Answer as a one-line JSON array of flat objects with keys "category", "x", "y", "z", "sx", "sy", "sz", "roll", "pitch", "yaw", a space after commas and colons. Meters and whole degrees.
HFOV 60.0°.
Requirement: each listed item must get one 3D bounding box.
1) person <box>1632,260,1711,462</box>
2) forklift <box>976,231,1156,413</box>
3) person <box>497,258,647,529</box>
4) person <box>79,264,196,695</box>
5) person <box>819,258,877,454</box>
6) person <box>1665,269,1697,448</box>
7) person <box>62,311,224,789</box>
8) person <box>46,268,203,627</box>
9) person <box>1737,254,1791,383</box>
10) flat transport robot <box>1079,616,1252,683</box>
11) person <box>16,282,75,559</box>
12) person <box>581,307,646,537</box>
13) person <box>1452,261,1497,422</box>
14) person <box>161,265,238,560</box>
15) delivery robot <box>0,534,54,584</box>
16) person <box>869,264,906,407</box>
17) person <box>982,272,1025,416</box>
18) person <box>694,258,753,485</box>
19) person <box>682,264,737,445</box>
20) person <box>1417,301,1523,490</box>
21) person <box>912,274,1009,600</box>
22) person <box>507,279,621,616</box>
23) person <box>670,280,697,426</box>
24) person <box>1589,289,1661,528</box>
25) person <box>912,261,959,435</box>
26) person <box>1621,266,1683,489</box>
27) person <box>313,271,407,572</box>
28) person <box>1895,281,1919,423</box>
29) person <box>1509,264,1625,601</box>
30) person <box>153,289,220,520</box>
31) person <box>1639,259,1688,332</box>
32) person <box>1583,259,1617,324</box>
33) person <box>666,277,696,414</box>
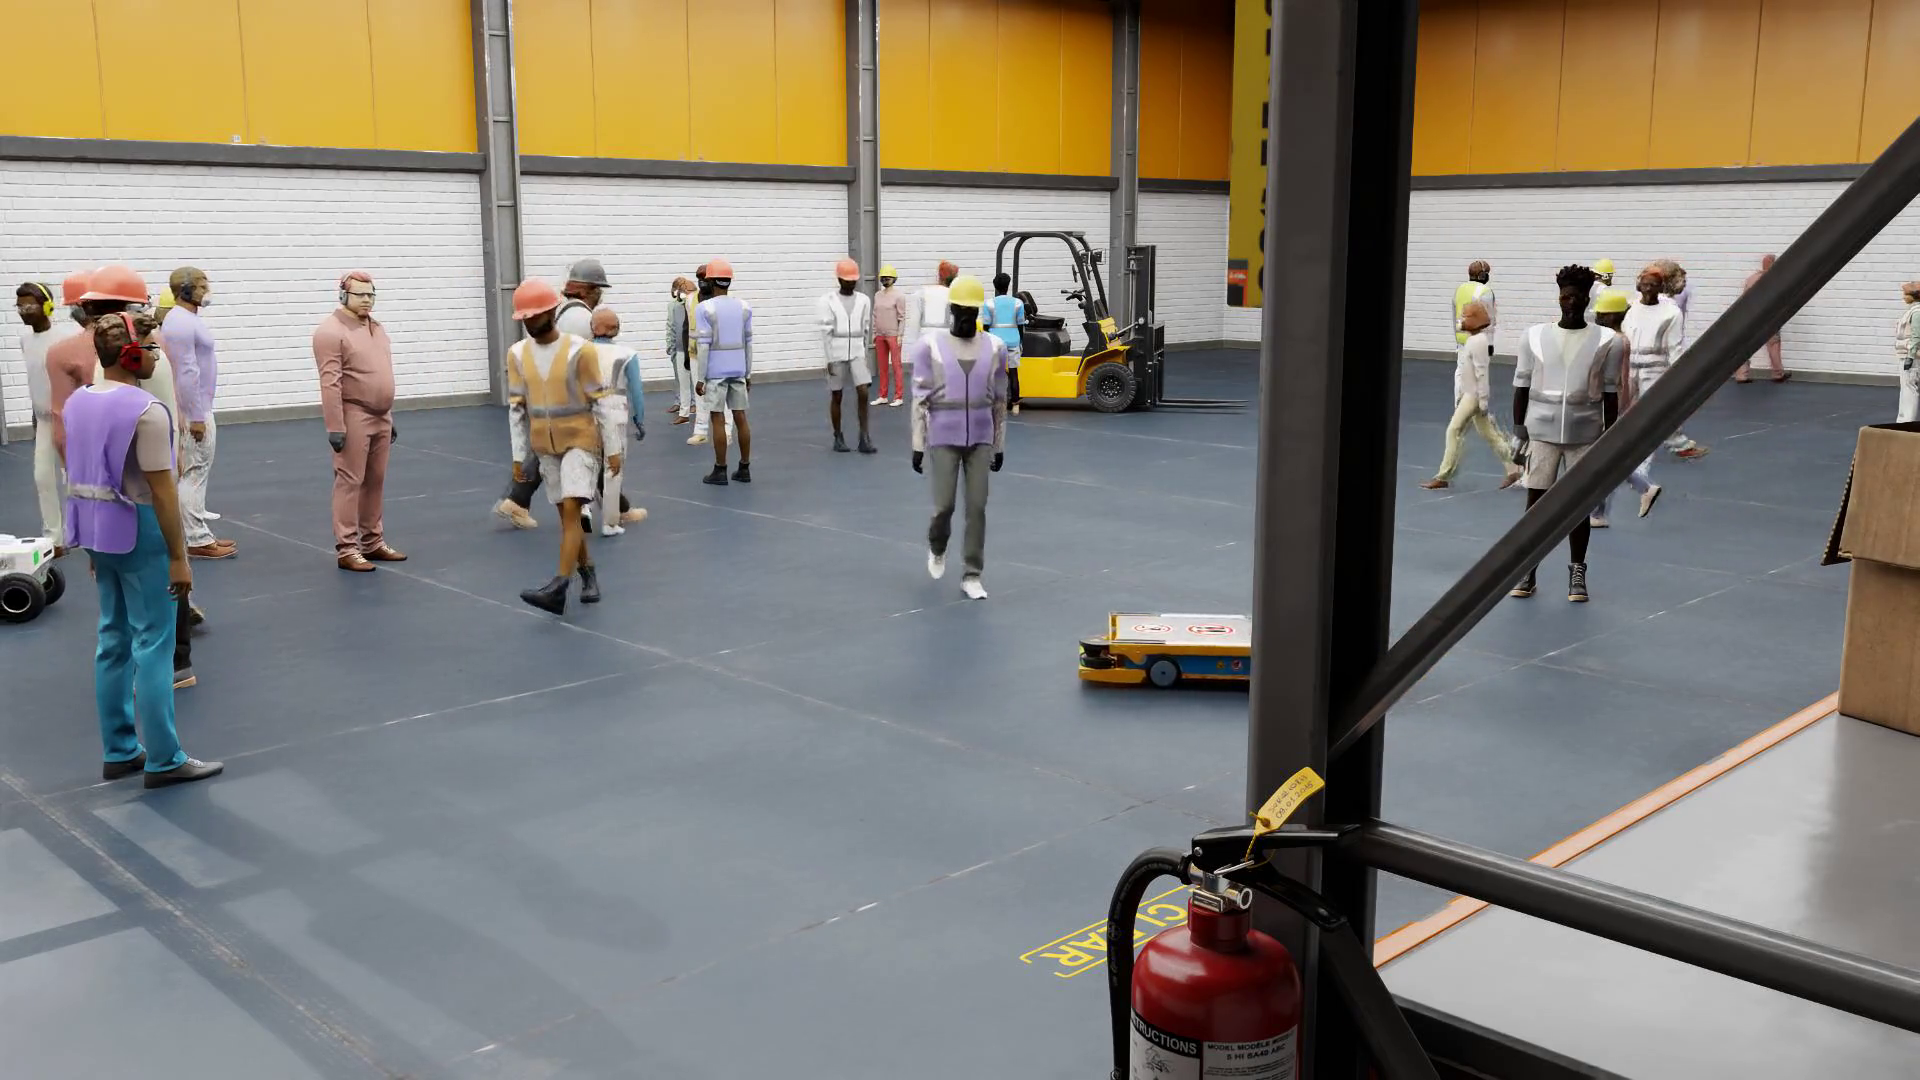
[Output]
[{"category": "person", "x": 6.663, "y": -1.680, "z": 15.721, "sx": 0.990, "sy": 1.888, "sz": 0.634, "roll": 3, "pitch": 11, "yaw": 14}, {"category": "forklift", "x": 1.222, "y": -2.721, "z": 20.561, "sx": 2.313, "sy": 2.155, "sz": 1.214, "roll": 2, "pitch": 11, "yaw": 13}, {"category": "person", "x": -2.867, "y": -1.094, "z": 12.110, "sx": 1.040, "sy": 2.000, "sz": 0.689, "roll": -6, "pitch": 12, "yaw": -31}, {"category": "person", "x": -3.858, "y": -0.278, "z": 7.776, "sx": 0.622, "sy": 1.997, "sz": 0.371, "roll": 9, "pitch": 14, "yaw": 40}, {"category": "person", "x": -1.081, "y": -1.773, "z": 16.177, "sx": 0.537, "sy": 1.898, "sz": 0.792, "roll": -4, "pitch": 11, "yaw": -20}, {"category": "person", "x": 7.106, "y": -1.815, "z": 16.661, "sx": 0.751, "sy": 1.819, "sz": 0.538, "roll": 0, "pitch": 10, "yaw": -1}, {"category": "person", "x": -3.214, "y": 0.045, "z": 6.437, "sx": 0.570, "sy": 1.840, "sz": 0.372, "roll": 6, "pitch": 12, "yaw": 30}, {"category": "person", "x": -4.455, "y": -0.458, "z": 8.860, "sx": 0.636, "sy": 1.964, "sz": 0.700, "roll": -9, "pitch": 14, "yaw": -42}, {"category": "person", "x": 11.669, "y": -3.189, "z": 24.061, "sx": 0.871, "sy": 1.869, "sz": 0.653, "roll": -6, "pitch": 12, "yaw": -29}, {"category": "flat transport robot", "x": 1.301, "y": 0.528, "z": 8.096, "sx": 1.431, "sy": 0.197, "sz": 0.652, "roll": 1, "pitch": 10, "yaw": 5}, {"category": "person", "x": -5.912, "y": -0.793, "z": 11.033, "sx": 0.536, "sy": 1.843, "sz": 0.720, "roll": 5, "pitch": 11, "yaw": 24}, {"category": "person", "x": -2.509, "y": -0.825, "z": 11.769, "sx": 0.564, "sy": 1.627, "sz": 0.350, "roll": 2, "pitch": 11, "yaw": 8}, {"category": "person", "x": 5.920, "y": -2.275, "z": 19.097, "sx": 0.429, "sy": 1.844, "sz": 0.624, "roll": -4, "pitch": 11, "yaw": -23}, {"category": "person", "x": -5.049, "y": -0.839, "z": 10.999, "sx": 0.373, "sy": 1.940, "sz": 0.629, "roll": -4, "pitch": 11, "yaw": -23}, {"category": "delivery robot", "x": -5.477, "y": 0.121, "z": 9.282, "sx": 0.707, "sy": 0.478, "sz": 0.477, "roll": -3, "pitch": 11, "yaw": -15}, {"category": "person", "x": -0.901, "y": -2.556, "z": 20.826, "sx": 0.523, "sy": 1.772, "sz": 0.299, "roll": 8, "pitch": 13, "yaw": 39}, {"category": "person", "x": 0.505, "y": -2.305, "z": 19.642, "sx": 0.537, "sy": 1.698, "sz": 0.321, "roll": -2, "pitch": 11, "yaw": -13}, {"category": "person", "x": -2.039, "y": -1.438, "z": 14.269, "sx": 0.548, "sy": 1.937, "sz": 0.379, "roll": -8, "pitch": 13, "yaw": -38}, {"category": "person", "x": -2.539, "y": -1.872, "z": 16.894, "sx": 0.634, "sy": 1.841, "sz": 0.429, "roll": 4, "pitch": 11, "yaw": 19}, {"category": "person", "x": 4.353, "y": -1.201, "z": 13.922, "sx": 0.859, "sy": 1.594, "sz": 0.510, "roll": 2, "pitch": 11, "yaw": 13}, {"category": "person", "x": -0.011, "y": -0.615, "z": 9.855, "sx": 0.607, "sy": 1.909, "sz": 0.539, "roll": -3, "pitch": 11, "yaw": -15}, {"category": "person", "x": -2.274, "y": -0.513, "z": 9.371, "sx": 0.614, "sy": 1.888, "sz": 0.887, "roll": 2, "pitch": 11, "yaw": 13}, {"category": "person", "x": -3.051, "y": -2.102, "z": 18.712, "sx": 0.500, "sy": 1.636, "sz": 0.281, "roll": 6, "pitch": 12, "yaw": 28}, {"category": "person", "x": 4.795, "y": -0.948, "z": 12.099, "sx": 0.588, "sy": 1.746, "sz": 0.535, "roll": 2, "pitch": 11, "yaw": 13}, {"category": "person", "x": -0.238, "y": -2.040, "z": 17.776, "sx": 0.637, "sy": 1.864, "sz": 0.422, "roll": 5, "pitch": 11, "yaw": 24}, {"category": "person", "x": 5.760, "y": -1.372, "z": 14.078, "sx": 0.630, "sy": 1.874, "sz": 0.438, "roll": 8, "pitch": 13, "yaw": 36}, {"category": "person", "x": -3.821, "y": -0.762, "z": 10.675, "sx": 0.402, "sy": 1.902, "sz": 0.652, "roll": 3, "pitch": 11, "yaw": 14}, {"category": "person", "x": 10.262, "y": -1.968, "z": 17.976, "sx": 0.308, "sy": 1.638, "sz": 0.511, "roll": 4, "pitch": 11, "yaw": 22}, {"category": "person", "x": 3.536, "y": -0.623, "z": 9.742, "sx": 0.607, "sy": 1.967, "sz": 0.367, "roll": 4, "pitch": 11, "yaw": 22}, {"category": "person", "x": -5.836, "y": -1.011, "z": 12.472, "sx": 0.494, "sy": 1.741, "sz": 0.307, "roll": 8, "pitch": 13, "yaw": 36}, {"category": "person", "x": 8.461, "y": -2.477, "z": 20.182, "sx": 0.661, "sy": 1.840, "sz": 1.037, "roll": -1, "pitch": 10, "yaw": -7}, {"category": "person", "x": 8.083, "y": -2.627, "z": 21.036, "sx": 0.404, "sy": 1.832, "sz": 0.594, "roll": -2, "pitch": 11, "yaw": -12}, {"category": "person", "x": -3.323, "y": -2.330, "z": 19.961, "sx": 0.507, "sy": 1.632, "sz": 0.275, "roll": 6, "pitch": 12, "yaw": 30}]
